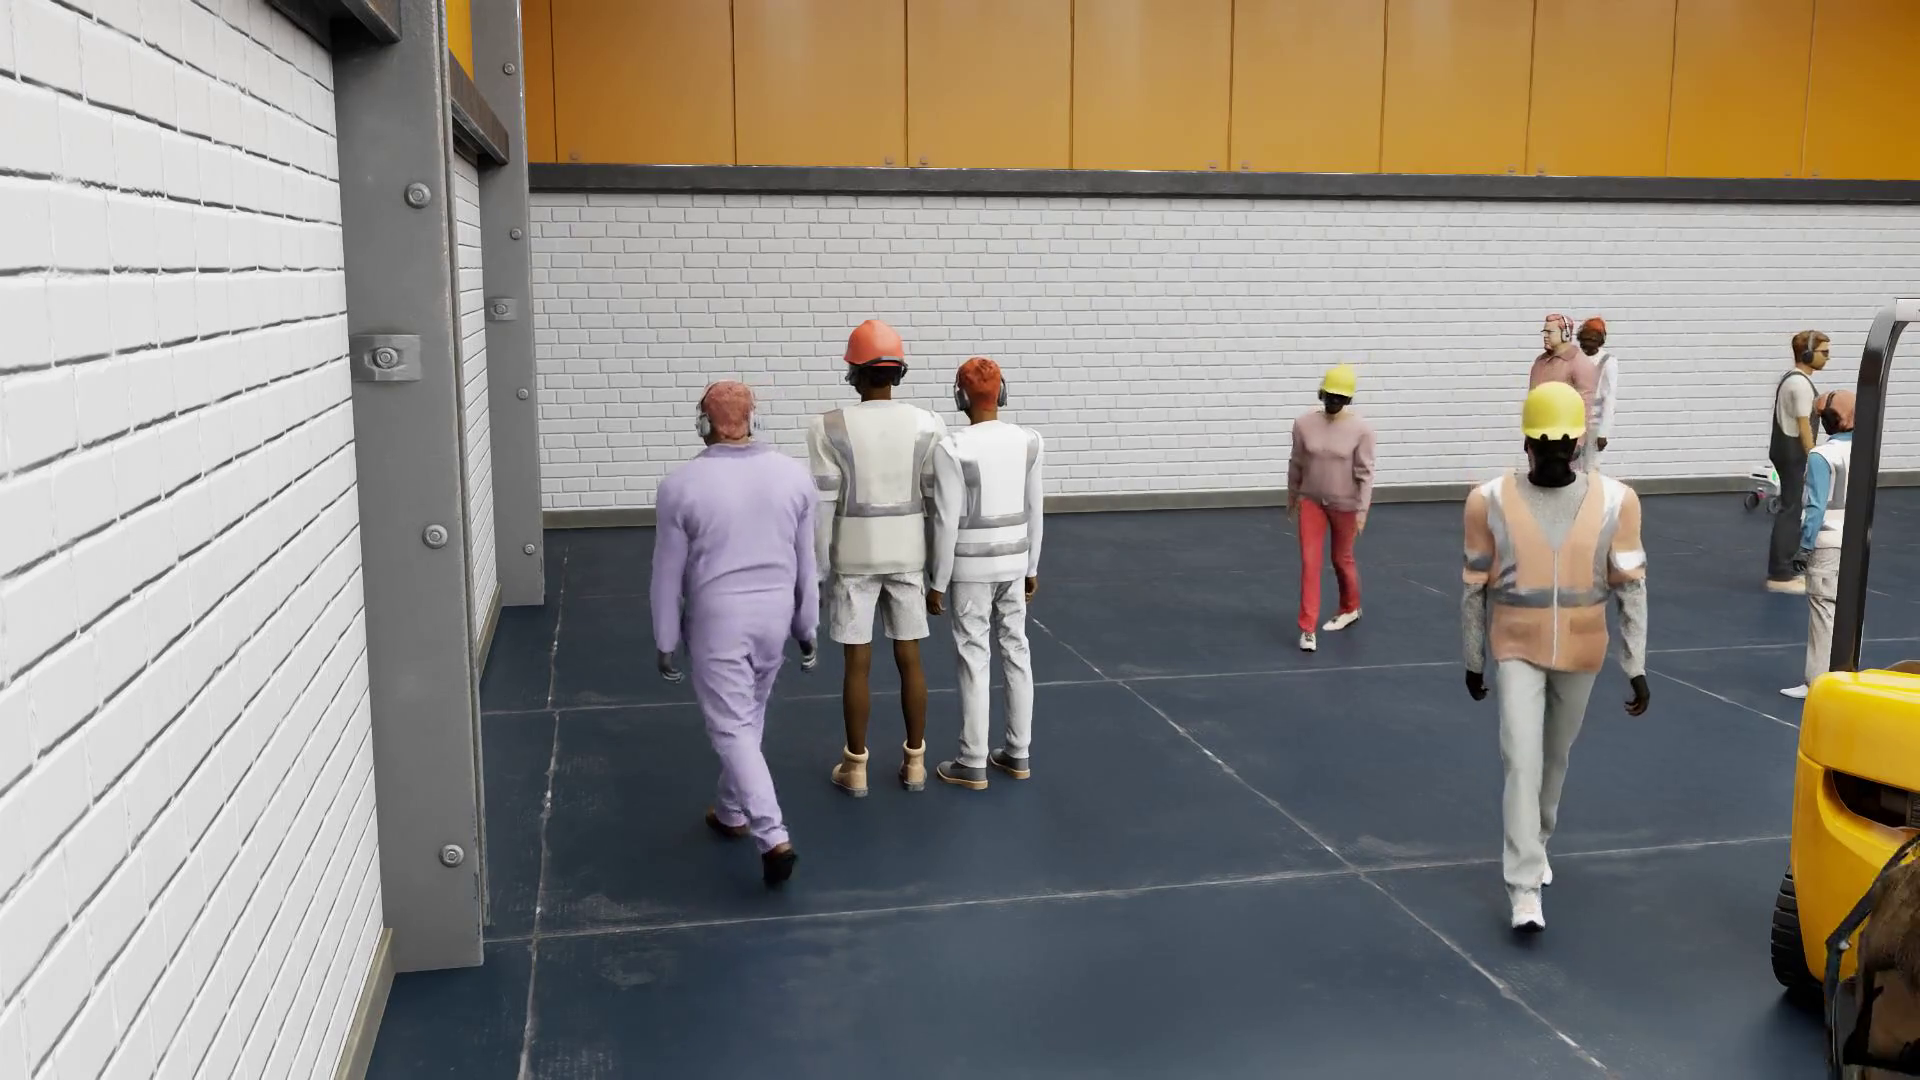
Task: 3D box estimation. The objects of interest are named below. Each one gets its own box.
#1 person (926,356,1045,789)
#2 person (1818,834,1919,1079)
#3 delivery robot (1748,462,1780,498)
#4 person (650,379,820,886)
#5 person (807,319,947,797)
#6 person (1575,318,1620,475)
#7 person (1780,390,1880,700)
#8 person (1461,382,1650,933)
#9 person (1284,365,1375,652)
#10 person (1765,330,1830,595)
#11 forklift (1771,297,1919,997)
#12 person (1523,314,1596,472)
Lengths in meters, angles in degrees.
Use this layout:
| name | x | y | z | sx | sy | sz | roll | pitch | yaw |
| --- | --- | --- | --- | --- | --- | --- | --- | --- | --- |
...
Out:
| name | x | y | z | sx | sy | sz | roll | pitch | yaw |
| --- | --- | --- | --- | --- | --- | --- | --- | --- | --- |
| person | 0.110 | 0.144 | 7.267 | 0.573 | 1.886 | 0.353 | -6 | 11 | -34 |
| person | 0.739 | 1.117 | 1.258 | 0.630 | 1.922 | 0.671 | 8 | 12 | 40 |
| delivery robot | 7.705 | -0.583 | 15.466 | 0.707 | 0.478 | 0.477 | -3 | 10 | -20 |
| person | -0.819 | 0.329 | 6.258 | 0.648 | 1.860 | 0.967 | -6 | 11 | -33 |
| person | -0.354 | 0.083 | 7.149 | 0.612 | 2.048 | 0.363 | -3 | 10 | -15 |
| person | 5.343 | -0.958 | 14.099 | 0.440 | 1.849 | 0.620 | -3 | 10 | -20 |
| person | 4.563 | 0.034 | 8.689 | 0.514 | 1.640 | 0.310 | -5 | 11 | -29 |
| person | 2.062 | 0.387 | 5.812 | 0.607 | 1.873 | 0.984 | 2 | 9 | 10 |
| person | 2.228 | -0.220 | 10.053 | 0.564 | 1.700 | 0.882 | 4 | 10 | 25 |
| person | 5.823 | -0.536 | 11.552 | 0.373 | 1.842 | 0.527 | 4 | 10 | 25 |
| forklift | 3.542 | 0.334 | 5.177 | 2.313 | 2.155 | 1.214 | -9 | 13 | -43 |
| person | 4.640 | -0.813 | 13.040 | 0.408 | 1.908 | 0.646 | -3 | 10 | -20 |
